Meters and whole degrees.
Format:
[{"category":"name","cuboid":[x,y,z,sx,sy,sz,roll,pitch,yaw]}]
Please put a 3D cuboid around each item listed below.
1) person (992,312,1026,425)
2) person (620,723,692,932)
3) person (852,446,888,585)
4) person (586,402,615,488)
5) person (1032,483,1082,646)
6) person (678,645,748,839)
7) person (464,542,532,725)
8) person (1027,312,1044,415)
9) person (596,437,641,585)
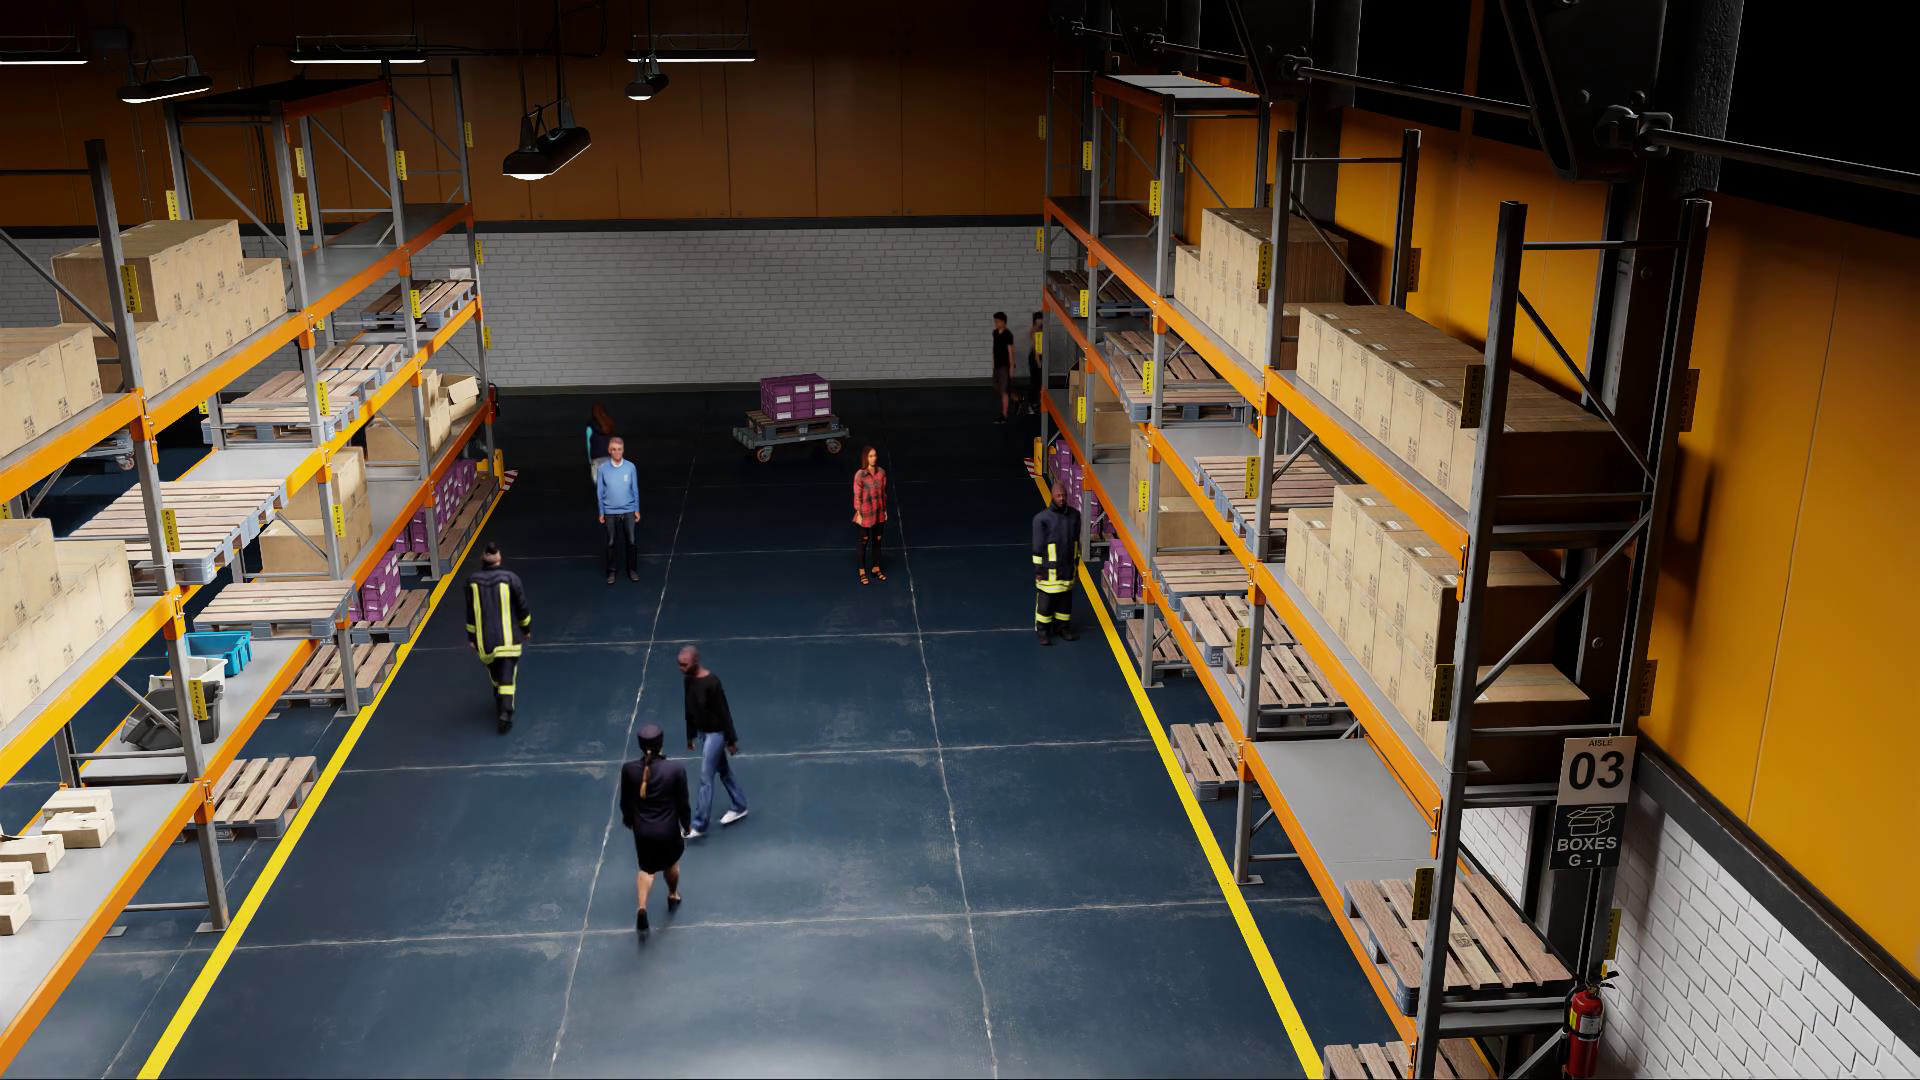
[{"category":"person","cuboid":[0.794,-2.879,27.598,1.050,1.843,1.056,-14,23,-35]},{"category":"person","cuboid":[-2.346,2.228,12.730,0.792,1.653,1.000,1,19,3]},{"category":"person","cuboid":[-1.090,-0.317,20.215,0.699,1.701,0.714,-13,23,-34]},{"category":"person","cuboid":[-4.947,-1.165,23.068,0.720,1.486,0.787,-13,23,-34]},{"category":"person","cuboid":[1.068,0.239,18.375,0.823,1.821,0.781,-8,20,-21]},{"category":"person","cuboid":[-2.062,1.669,14.324,1.050,1.695,1.059,16,25,40]},{"category":"person","cuboid":[-4.545,0.929,16.303,0.755,1.834,1.100,-1,19,-2]},{"category":"person","cuboid":[1.293,-3.042,28.228,0.868,1.750,0.636,-1,19,-2]},{"category":"person","cuboid":[-4.146,-0.383,20.223,0.692,1.819,0.624,-5,19,-14]}]
